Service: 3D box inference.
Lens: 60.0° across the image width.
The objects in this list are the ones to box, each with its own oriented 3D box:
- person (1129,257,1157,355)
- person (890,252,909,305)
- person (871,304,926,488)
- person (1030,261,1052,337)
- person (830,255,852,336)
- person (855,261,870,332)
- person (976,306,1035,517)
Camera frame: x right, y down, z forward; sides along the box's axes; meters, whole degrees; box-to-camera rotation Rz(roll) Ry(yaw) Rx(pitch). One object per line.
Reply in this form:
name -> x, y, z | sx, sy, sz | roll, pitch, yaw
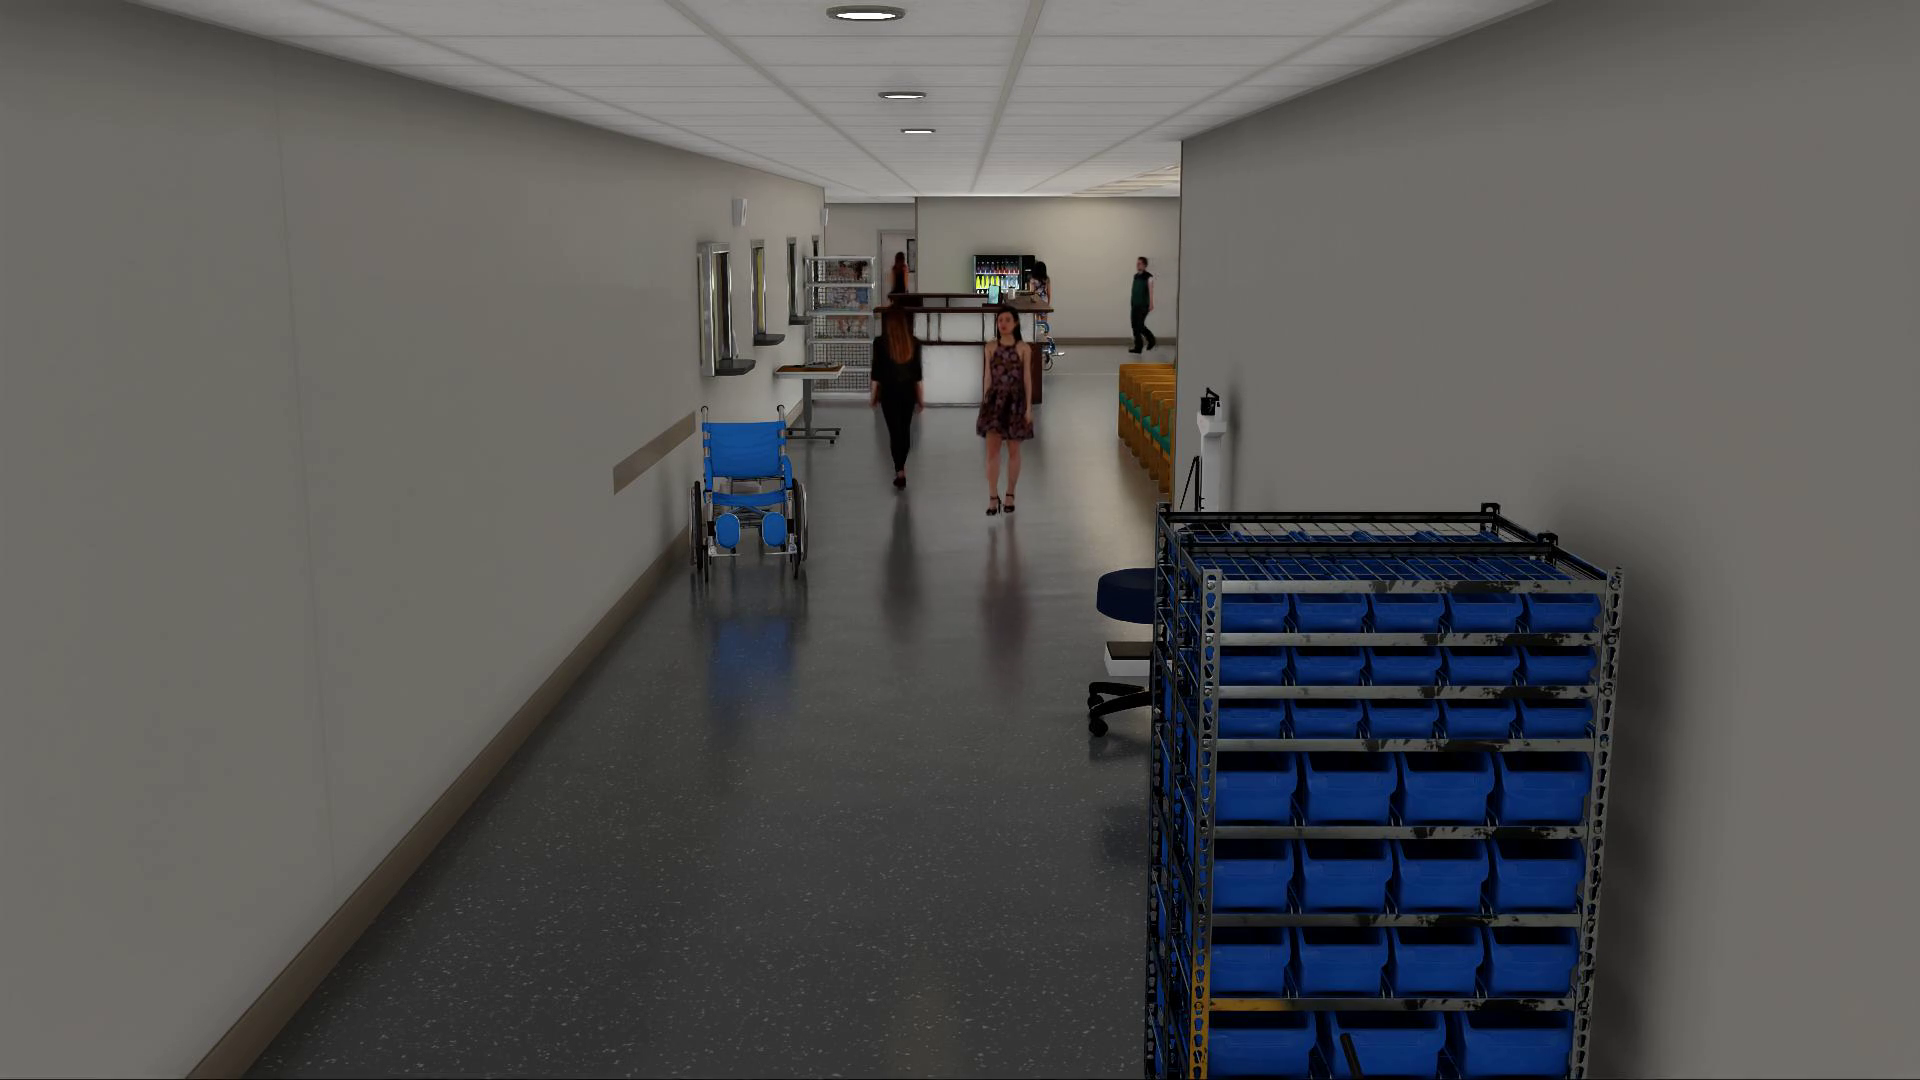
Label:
person -> 3.483, -4.457, 31.624 | 0.936, 1.832, 0.846 | -6, 12, -30
person -> -1.386, -5.496, 37.165 | 1.093, 1.808, 0.834 | 3, 11, 16
person -> -0.563, -1.328, 15.520 | 0.976, 1.688, 0.845 | -3, 11, -13
person -> 1.562, -4.571, 32.490 | 0.591, 1.733, 0.728 | -4, 12, -22
person -> -2.449, -5.052, 34.811 | 0.808, 1.813, 0.859 | -7, 13, -32
person -> -2.284, -5.614, 38.298 | 0.829, 1.617, 0.781 | -9, 14, -38
person -> 0.421, -1.075, 14.016 | 0.824, 1.752, 0.786 | 2, 11, 10
